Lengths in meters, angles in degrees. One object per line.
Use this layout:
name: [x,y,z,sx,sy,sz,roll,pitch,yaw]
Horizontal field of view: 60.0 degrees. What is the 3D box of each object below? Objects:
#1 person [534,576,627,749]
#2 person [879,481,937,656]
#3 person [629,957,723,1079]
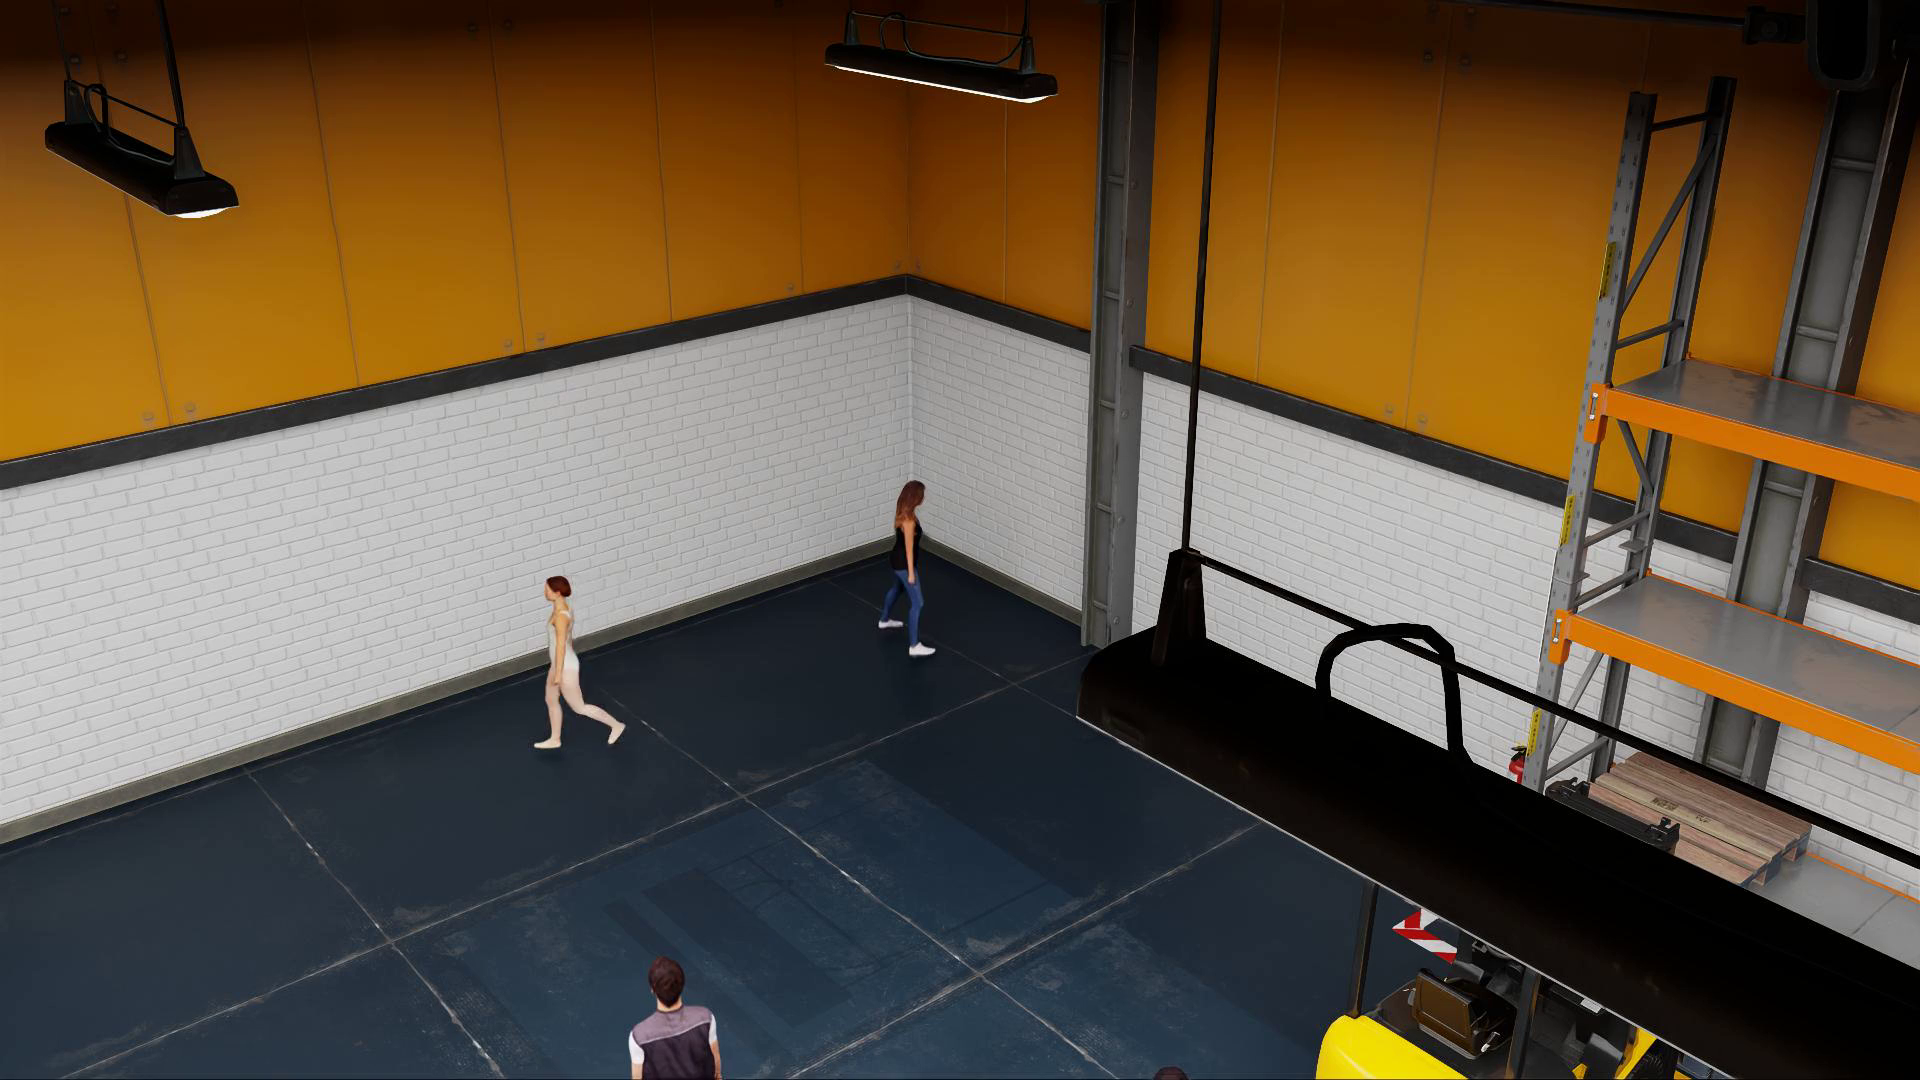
person: [-3.250,1.075,14.064,0.882,1.615,1.013,-7,25,-15]
person: [-0.509,0.250,15.860,1.058,1.688,0.894,-5,24,-10]
person: [-1.542,3.095,9.151,0.741,1.849,0.694,-8,25,-17]
